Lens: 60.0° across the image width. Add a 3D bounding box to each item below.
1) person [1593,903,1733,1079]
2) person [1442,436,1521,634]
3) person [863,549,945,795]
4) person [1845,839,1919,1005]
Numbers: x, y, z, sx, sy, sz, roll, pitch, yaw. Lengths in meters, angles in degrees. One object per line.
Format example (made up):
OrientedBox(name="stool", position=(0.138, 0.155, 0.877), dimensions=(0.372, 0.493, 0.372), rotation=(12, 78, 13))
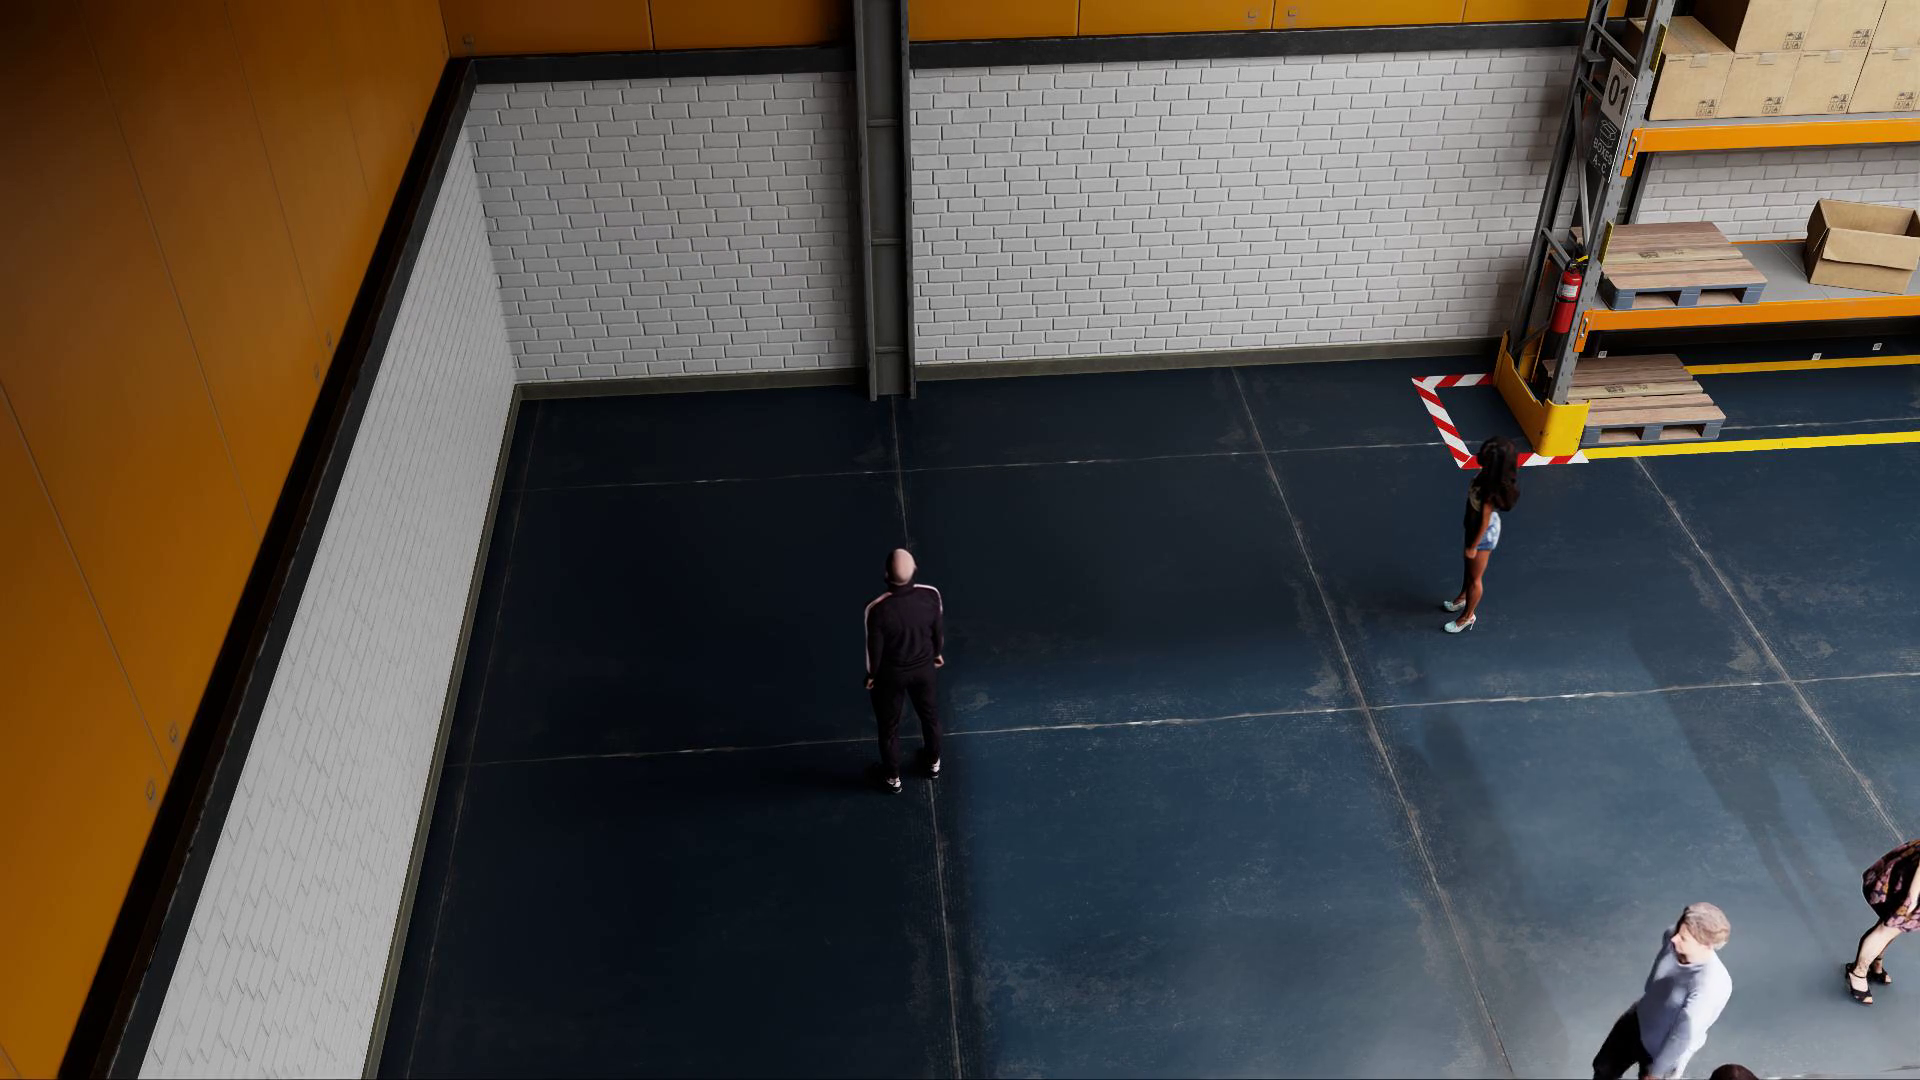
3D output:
OrientedBox(name="person", position=(3.518, 2.450, 8.160), dimensions=(1.077, 1.864, 0.646), rotation=(-2, 39, -2))
OrientedBox(name="person", position=(3.582, -0.039, 11.467), dimensions=(0.652, 1.626, 0.633), rotation=(9, 39, 11))
OrientedBox(name="person", position=(-0.343, 0.809, 10.237), dimensions=(0.649, 1.835, 0.818), rotation=(-17, 42, -20))
OrientedBox(name="person", position=(5.202, 1.847, 8.987), dimensions=(0.776, 1.774, 0.856), rotation=(-25, 45, -28))
